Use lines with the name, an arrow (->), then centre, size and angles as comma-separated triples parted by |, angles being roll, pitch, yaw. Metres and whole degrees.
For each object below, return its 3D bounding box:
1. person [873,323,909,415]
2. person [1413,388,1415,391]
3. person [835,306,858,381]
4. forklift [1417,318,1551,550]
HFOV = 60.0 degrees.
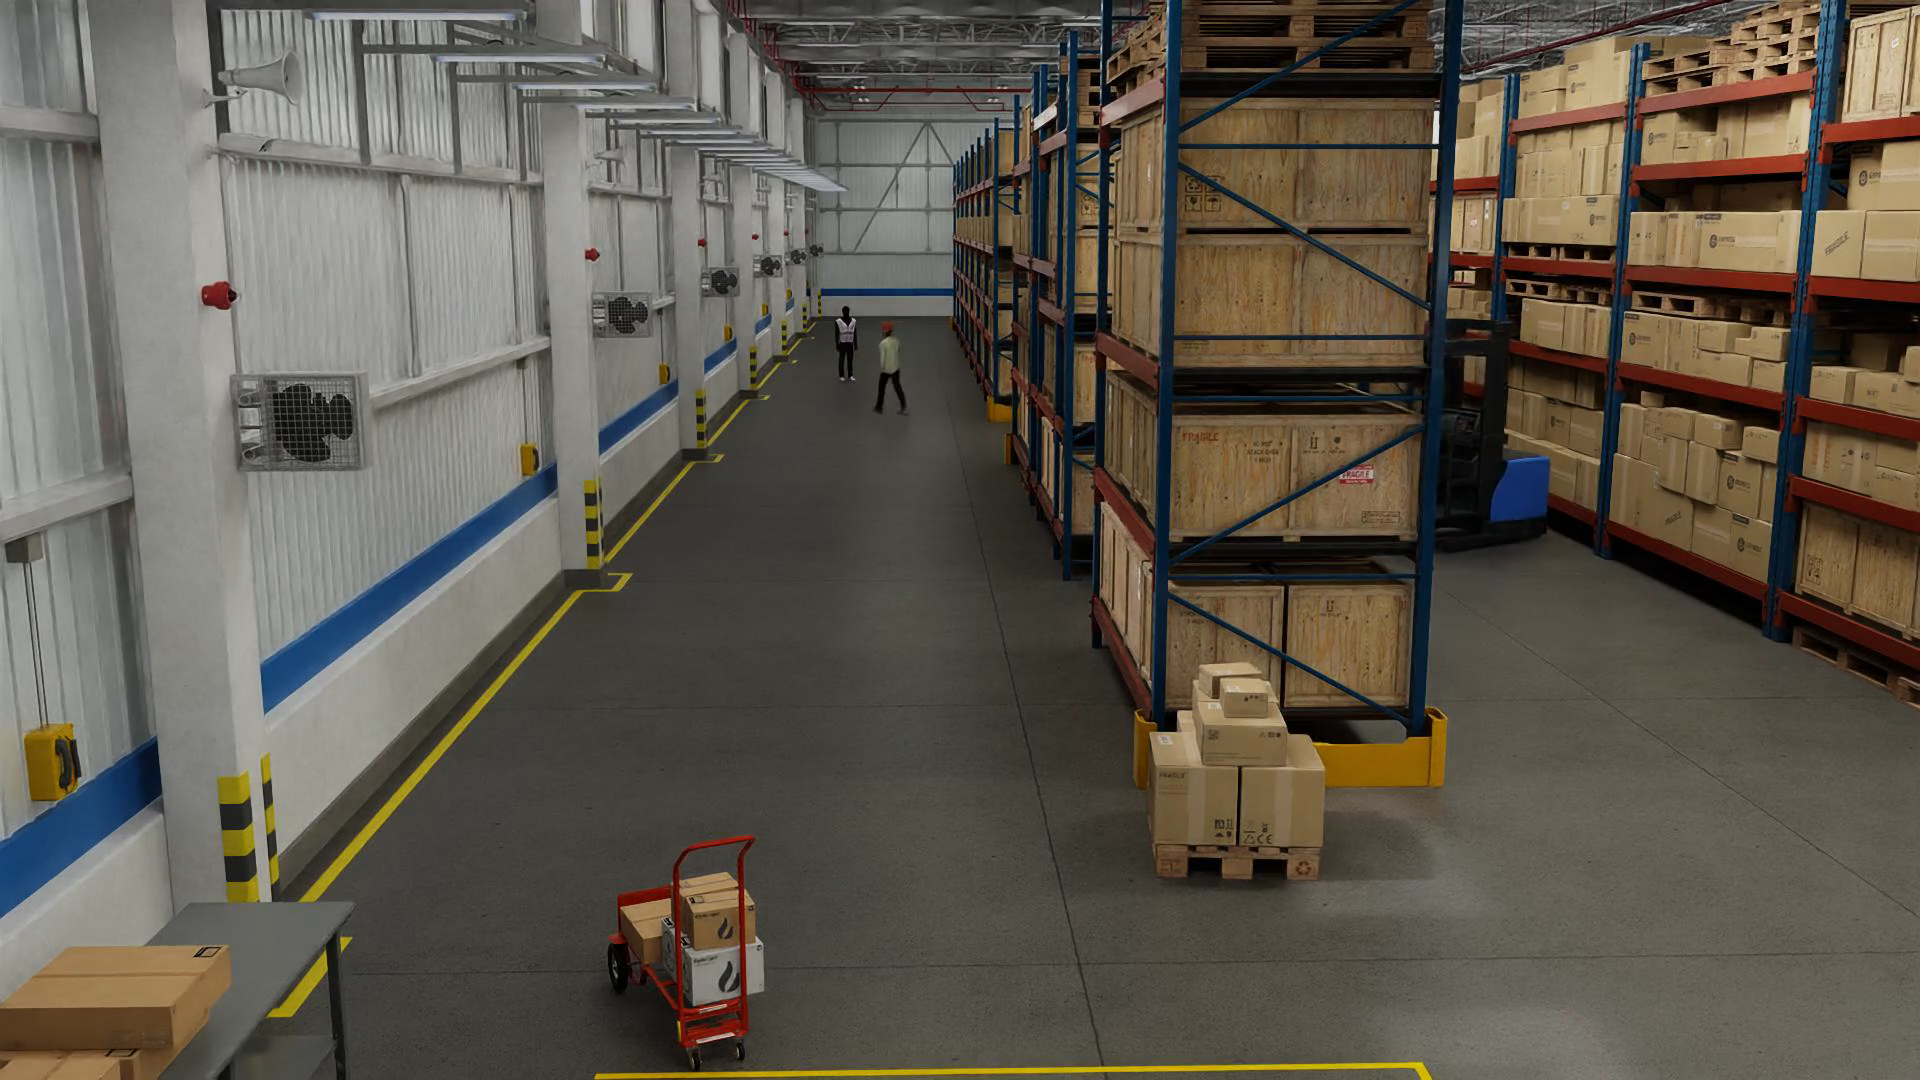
person -> -1.450, -3.603, 35.048 | 0.604, 1.955, 1.028 | -9, 14, -40
person -> 11.121, -4.493, 39.933 | 0.564, 1.841, 0.390 | -6, 13, -29
person -> -2.909, -5.010, 42.454 | 0.586, 1.913, 0.397 | -6, 12, -28
forklift -> 6.521, -1.401, 21.140 | 1.873, 2.768, 1.129 | -6, 12, -28
